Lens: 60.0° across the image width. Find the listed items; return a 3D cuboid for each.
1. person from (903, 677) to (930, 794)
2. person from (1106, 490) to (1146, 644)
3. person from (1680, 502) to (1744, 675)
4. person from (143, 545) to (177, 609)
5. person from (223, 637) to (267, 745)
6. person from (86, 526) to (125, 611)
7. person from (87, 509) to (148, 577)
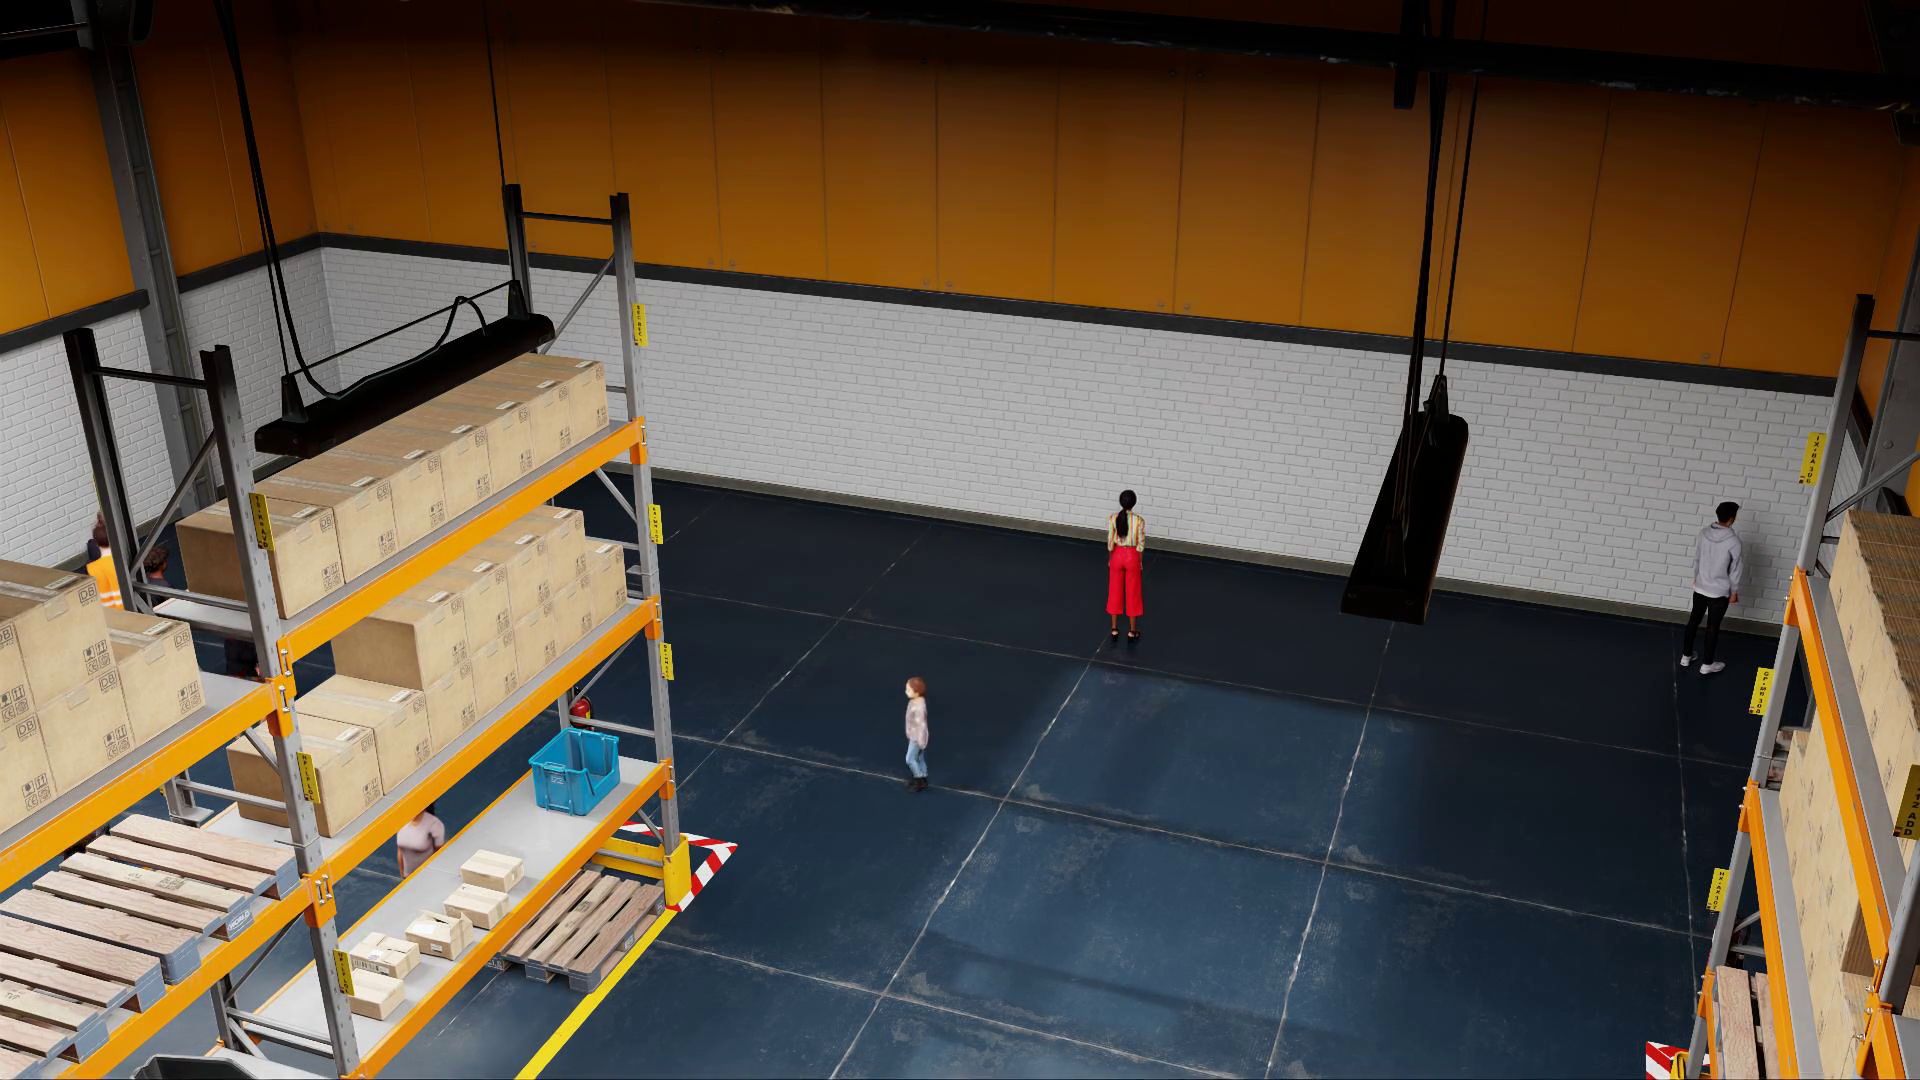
[{"bbox_3d":[-0.353,1.820,15.601,0.602,1.187,0.492,-2,24,-4],"label":"person"},{"bbox_3d":[1.827,0.280,18.366,0.605,1.793,0.524,7,25,16],"label":"person"},{"bbox_3d":[8.020,0.488,17.719,0.806,1.931,0.782,-16,28,-32],"label":"person"},{"bbox_3d":[-8.102,0.887,16.991,0.654,1.781,0.583,12,26,25],"label":"person"},{"bbox_3d":[-7.054,1.192,16.497,0.754,1.619,0.907,0,24,1],"label":"person"},{"bbox_3d":[-8.652,0.756,17.174,0.820,1.875,0.937,-14,27,-30],"label":"person"},{"bbox_3d":[-9.003,0.541,17.773,1.002,1.789,1.264,-1,24,-2],"label":"person"}]
